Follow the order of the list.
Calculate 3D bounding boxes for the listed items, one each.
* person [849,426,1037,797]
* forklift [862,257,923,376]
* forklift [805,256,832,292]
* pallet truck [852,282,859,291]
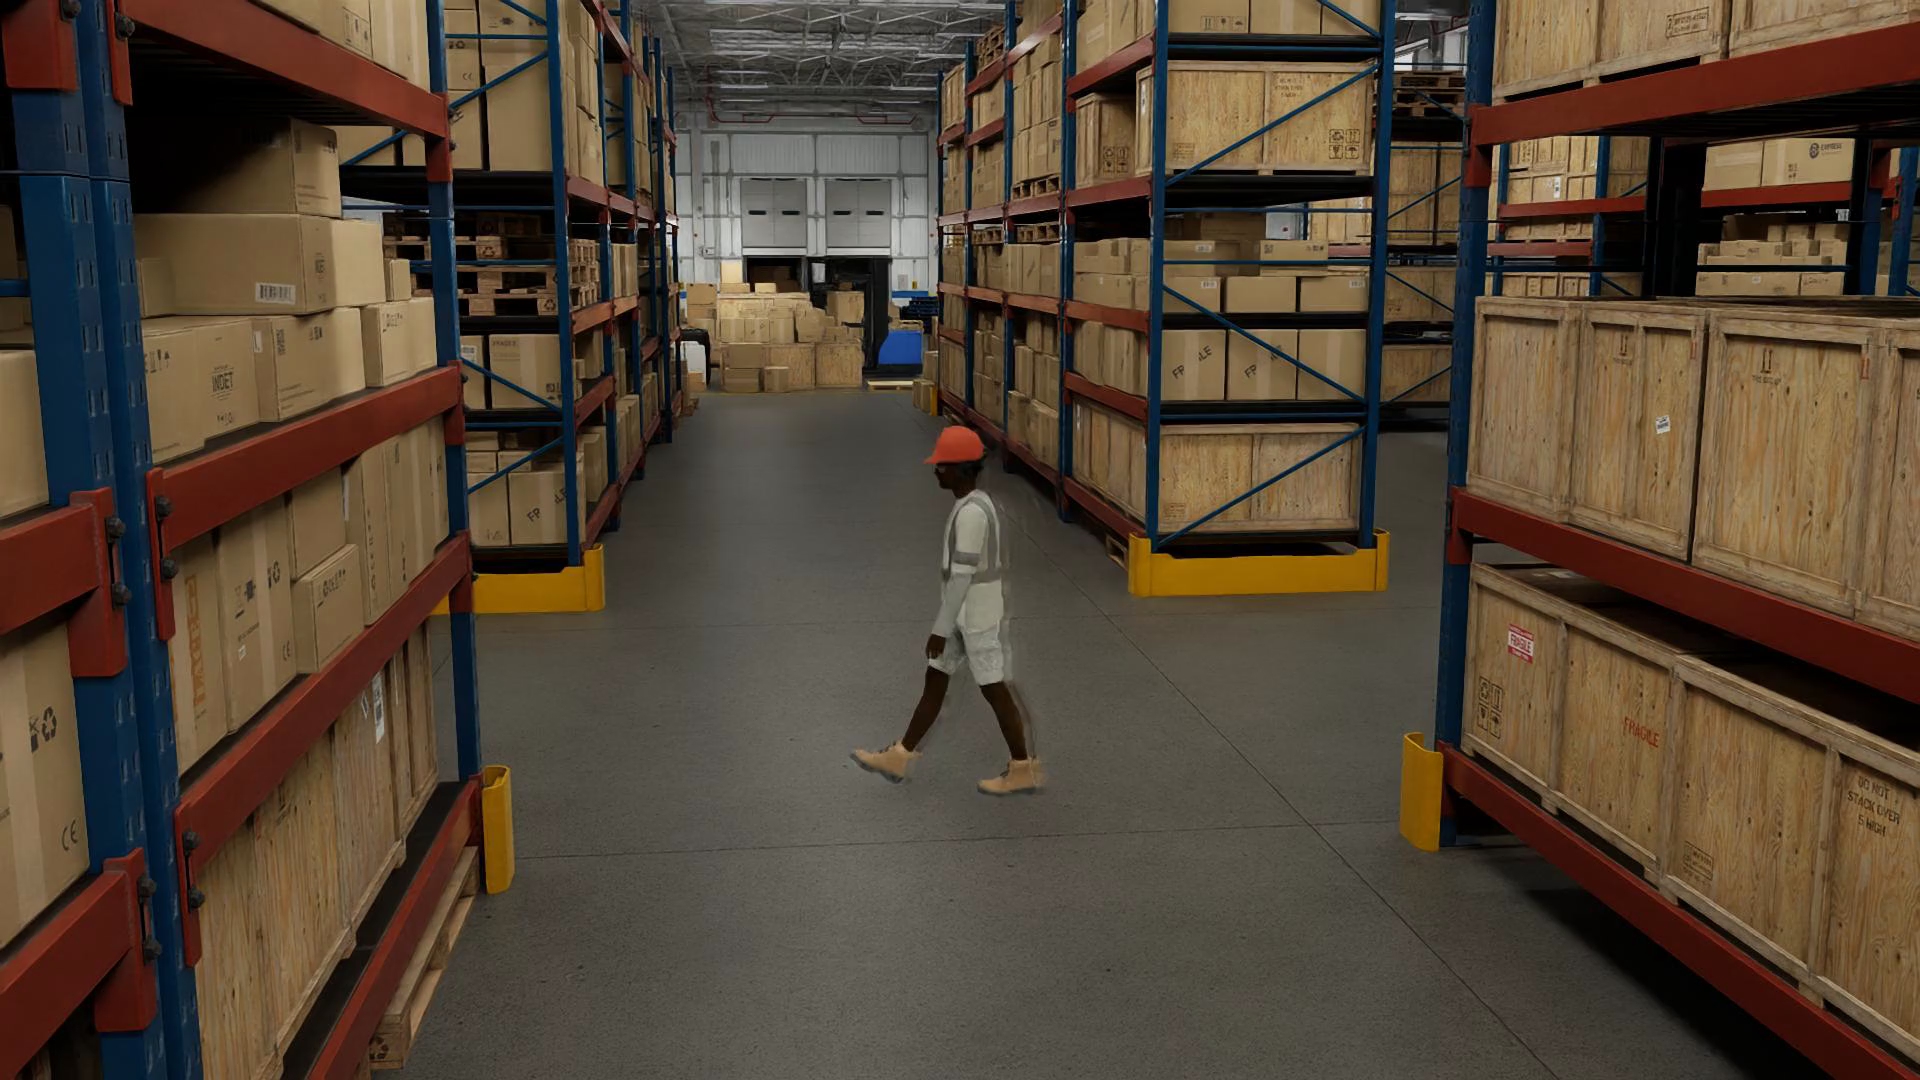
[{"bbox_3d":[-0.078,0.395,8.825,1.062,1.988,0.623,0,10,-3],"label":"person"},{"bbox_3d":[-1.865,-5.324,39.560,1.873,2.768,1.129,-1,10,-7],"label":"forklift"},{"bbox_3d":[-4.925,-8.543,58.301,1.129,2.768,1.873,-7,12,-35],"label":"forklift"},{"bbox_3d":[-3.782,-9.391,65.808,1.885,1.965,0.823,2,10,10],"label":"pallet truck"}]
